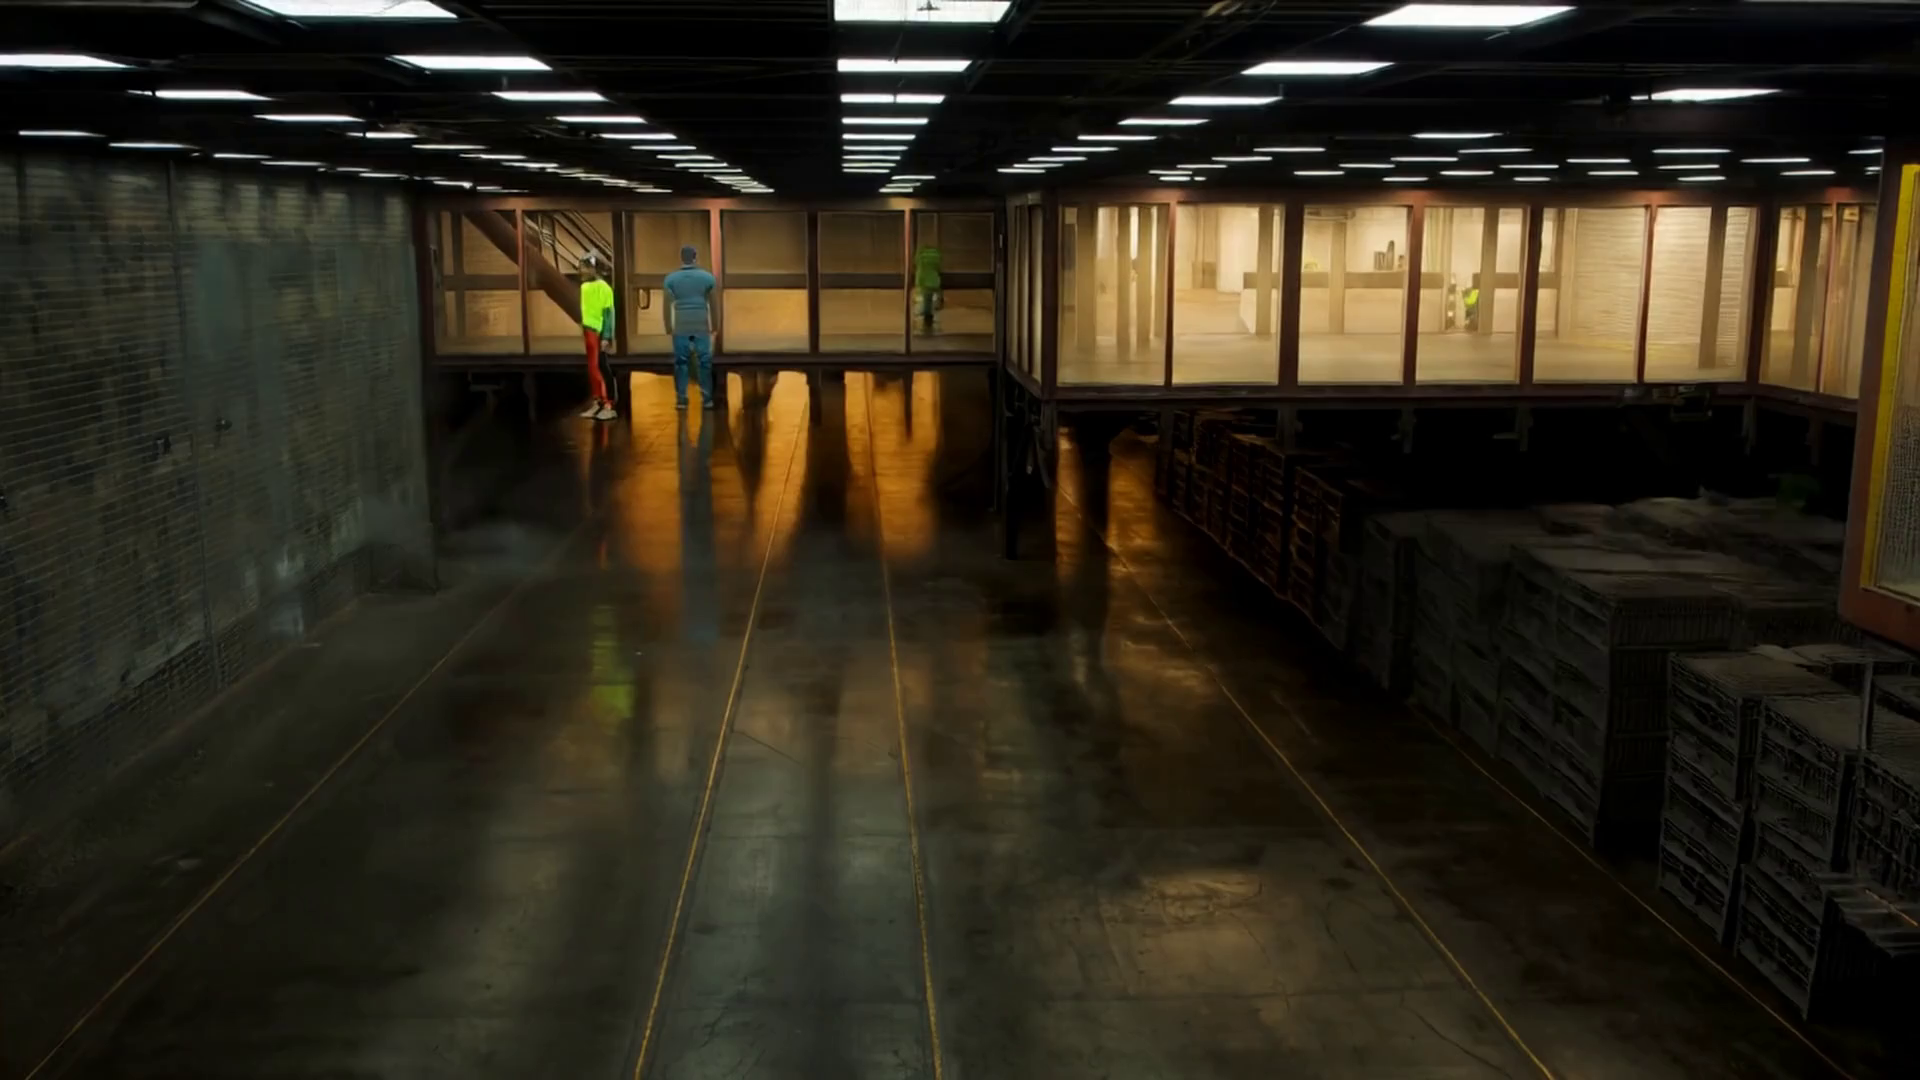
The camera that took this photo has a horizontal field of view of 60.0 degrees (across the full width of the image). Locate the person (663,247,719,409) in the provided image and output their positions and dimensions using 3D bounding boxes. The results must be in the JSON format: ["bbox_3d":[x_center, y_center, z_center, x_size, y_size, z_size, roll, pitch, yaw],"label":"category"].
[{"bbox_3d":[-3.167,-2.489,19.611,0.651,1.907,0.409,-2,11,-11],"label":"person"}]

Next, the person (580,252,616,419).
[{"bbox_3d":[-4.082,-2.275,18.604,0.504,1.861,0.329,9,14,39],"label":"person"}]
